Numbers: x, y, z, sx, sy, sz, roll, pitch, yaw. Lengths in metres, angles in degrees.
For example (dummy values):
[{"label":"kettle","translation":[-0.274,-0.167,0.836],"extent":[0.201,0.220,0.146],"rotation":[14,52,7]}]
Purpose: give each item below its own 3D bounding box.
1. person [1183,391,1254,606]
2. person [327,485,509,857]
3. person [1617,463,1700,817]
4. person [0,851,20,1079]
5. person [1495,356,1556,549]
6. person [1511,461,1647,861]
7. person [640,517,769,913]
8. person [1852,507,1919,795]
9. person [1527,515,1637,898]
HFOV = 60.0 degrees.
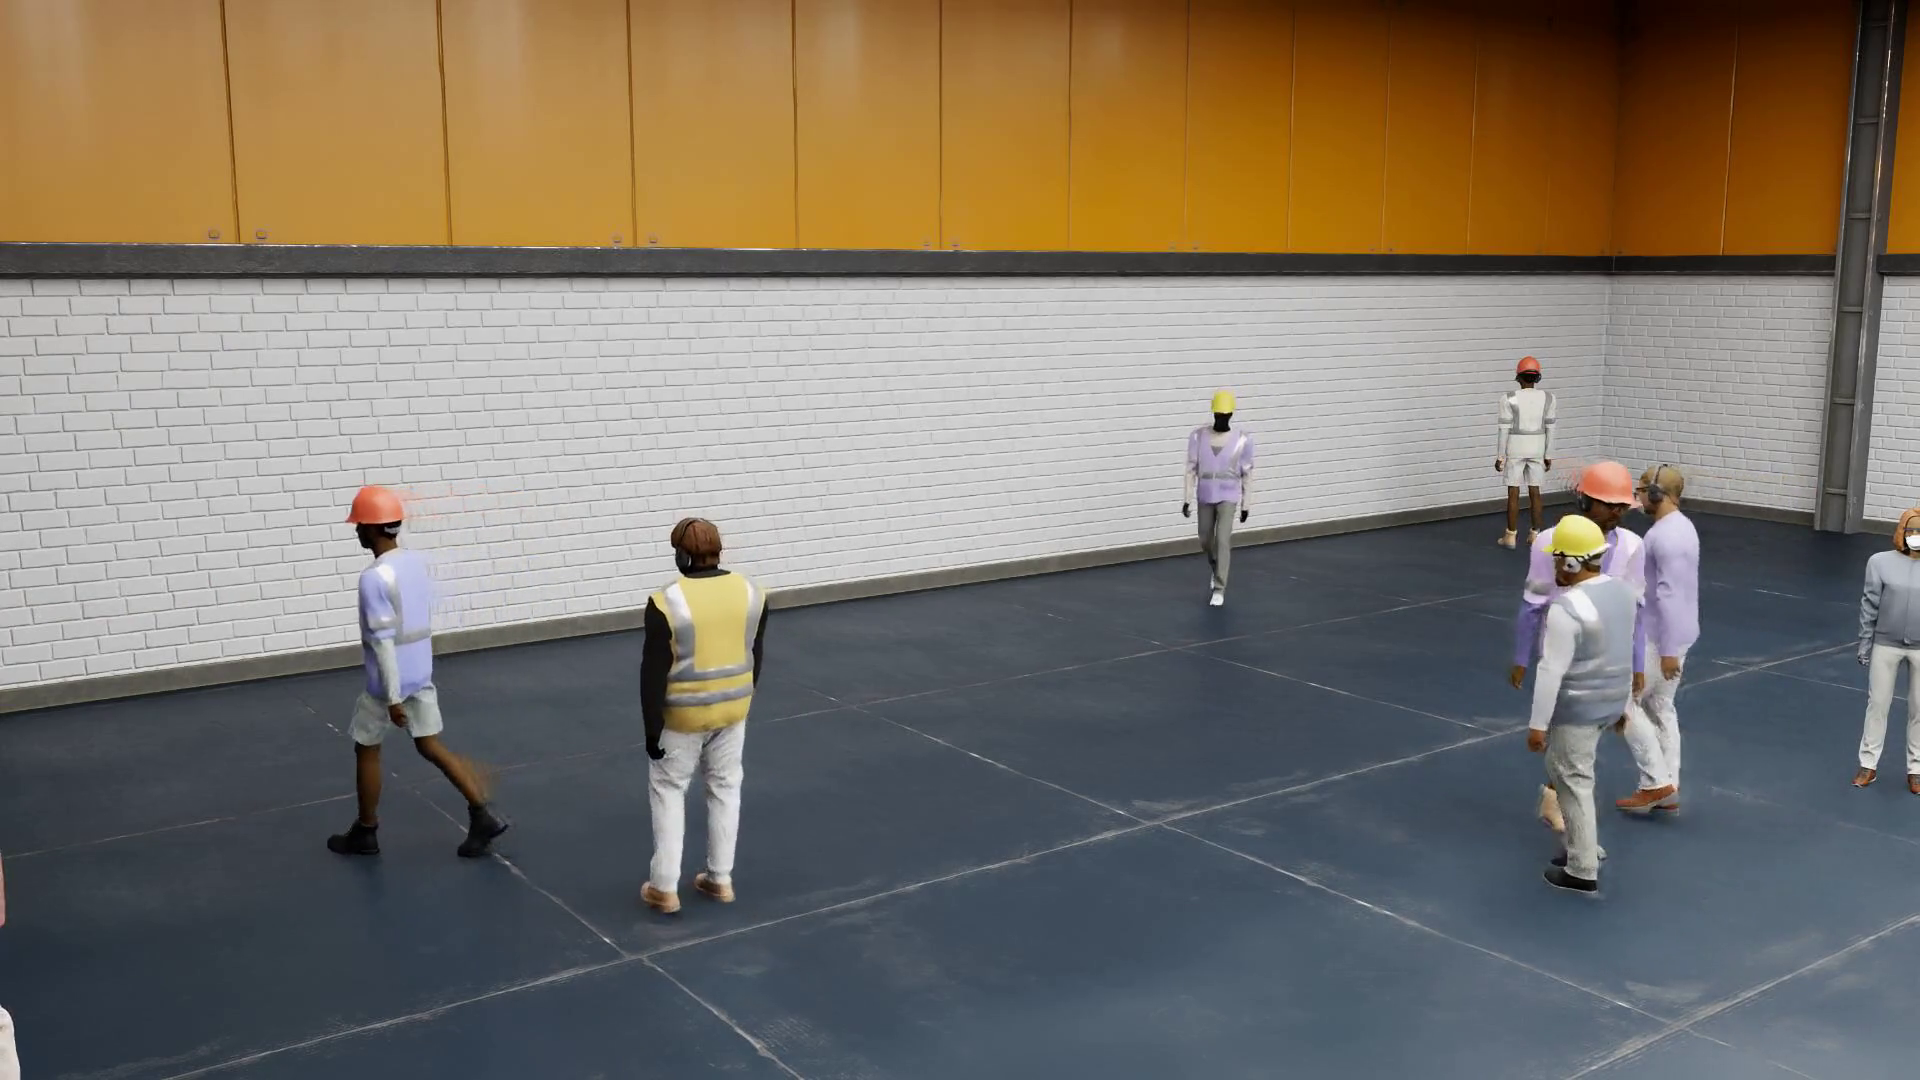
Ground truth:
[{"label":"person","translation":[2.333,-0.401,14.903],"extent":[0.597,1.900,0.806],"rotation":[4,10,24]},{"label":"person","translation":[-2.745,0.670,8.304],"extent":[0.909,1.907,0.545],"rotation":[3,10,16]},{"label":"person","translation":[3.761,0.546,9.014],"extent":[0.457,1.912,0.658],"rotation":[5,10,28]},{"label":"person","translation":[-3.102,1.151,5.025],"extent":[0.395,1.994,0.612],"rotation":[-3,10,-17]},{"label":"person","translation":[5.989,-0.923,17.670],"extent":[0.614,2.043,0.374],"rotation":[0,9,-3]},{"label":"person","translation":[3.193,0.608,8.369],"extent":[0.638,1.996,0.949],"rotation":[-2,9,-11]},{"label":"person","translation":[-1.190,0.803,7.671],"extent":[0.649,1.839,0.467],"rotation":[-7,11,-35]},{"label":"person","translation":[5.357,0.620,9.412],"extent":[0.497,1.633,0.283],"rotation":[6,11,31]},{"label":"person","translation":[2.896,0.781,7.863],"extent":[0.627,1.808,0.480],"rotation":[-8,12,-39]}]
